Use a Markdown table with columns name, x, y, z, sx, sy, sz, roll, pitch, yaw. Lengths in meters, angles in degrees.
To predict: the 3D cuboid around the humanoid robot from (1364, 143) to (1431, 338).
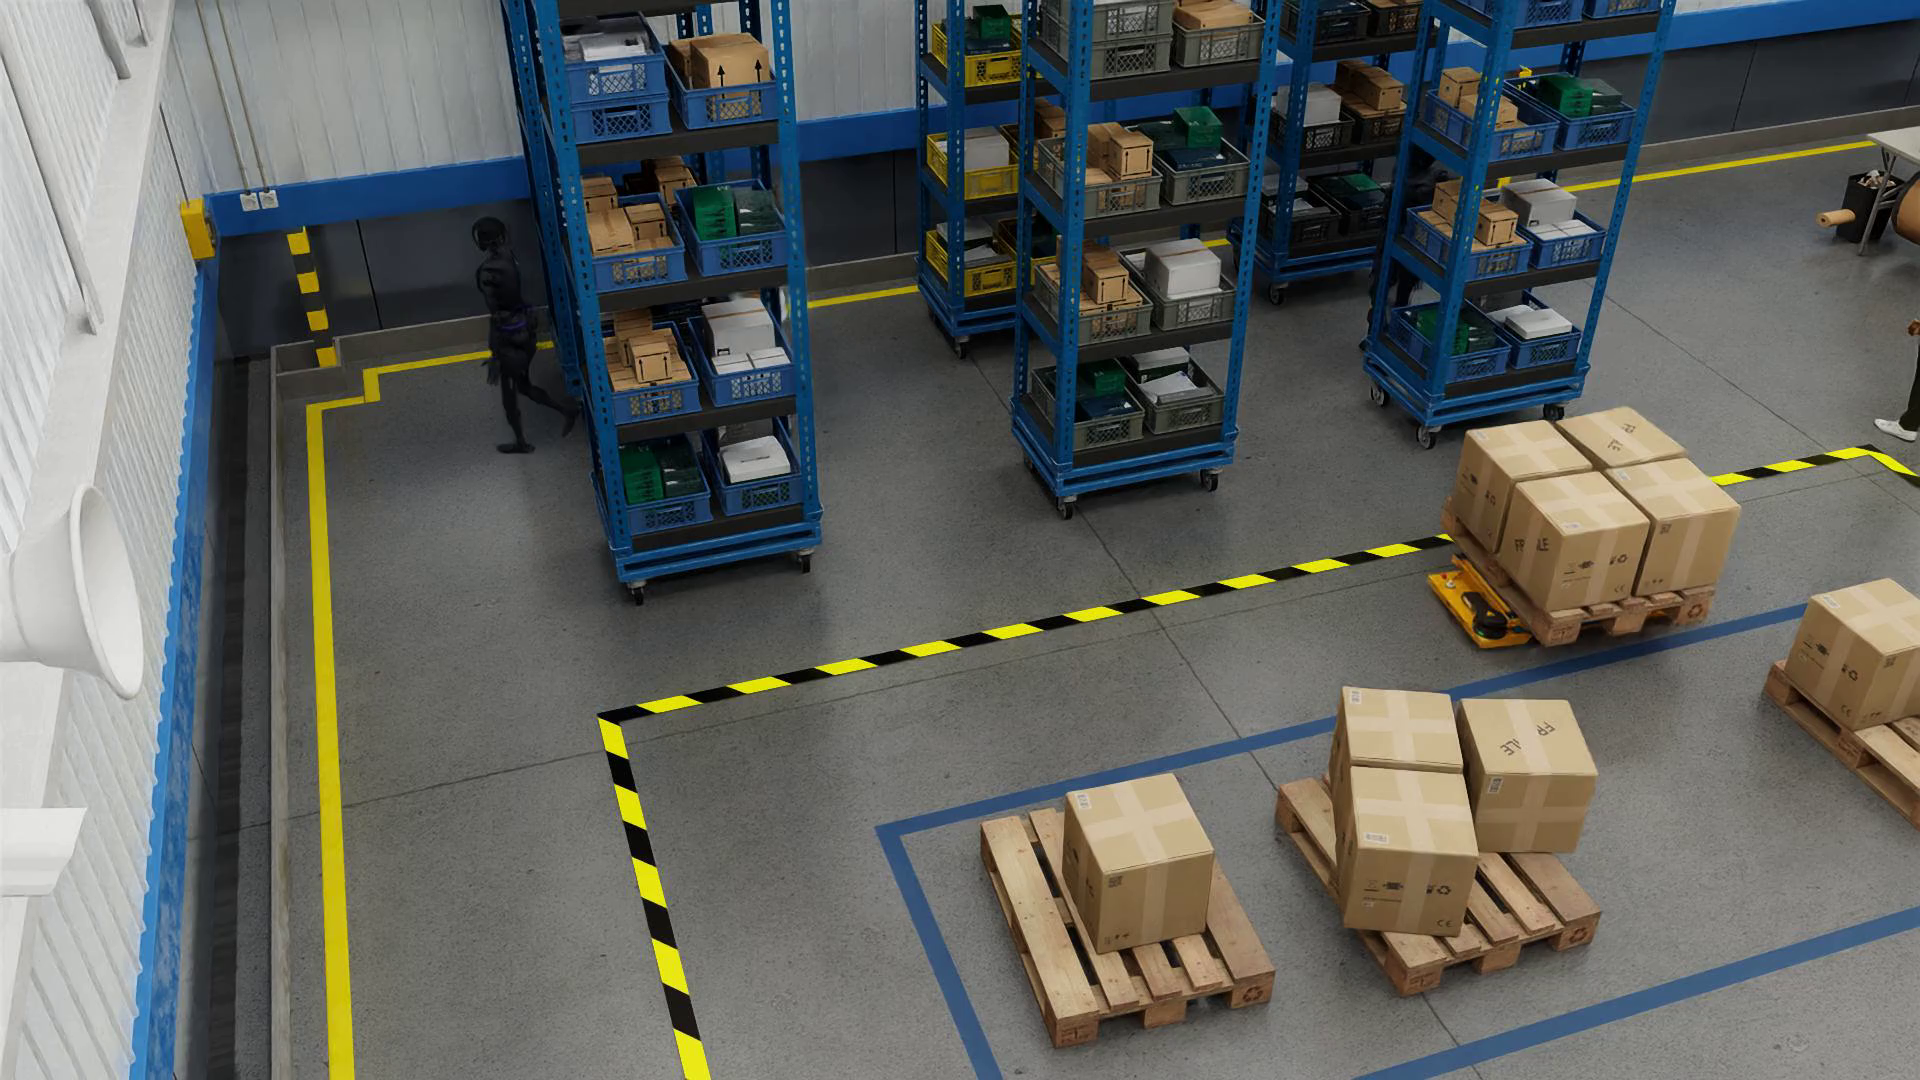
| name | x | y | z | sx | sy | sz | roll | pitch | yaw |
| --- | --- | --- | --- | --- | --- | --- | --- | --- | --- |
| humanoid robot | 3.142 | -2.061 | 11.758 | 0.321 | 1.650 | 0.610 | -9 | 36 | -12 |

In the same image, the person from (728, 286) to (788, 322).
| name | x | y | z | sx | sy | sz | roll | pitch | yaw |
| --- | --- | --- | --- | --- | --- | --- | --- | --- | --- |
| person | -1.432 | -1.409 | 10.694 | 0.650 | 1.825 | 0.590 | -9 | 36 | -12 |

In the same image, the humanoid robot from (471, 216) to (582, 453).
| name | x | y | z | sx | sy | sz | roll | pitch | yaw |
| --- | --- | --- | --- | --- | --- | --- | --- | --- | --- |
| humanoid robot | -2.814 | -1.286 | 10.671 | 0.554 | 1.642 | 0.613 | 2 | 35 | 3 |

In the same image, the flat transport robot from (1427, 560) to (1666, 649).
| name | x | y | z | sx | sy | sz | roll | pitch | yaw |
| --- | --- | --- | --- | --- | --- | --- | --- | --- | --- |
| flat transport robot | 3.527 | 0.260 | 9.663 | 1.431 | 0.197 | 0.652 | -8 | 36 | -12 |

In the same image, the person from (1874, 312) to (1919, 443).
| name | x | y | z | sx | sy | sz | roll | pitch | yaw |
| --- | --- | --- | --- | --- | --- | --- | --- | --- | --- |
| person | 6.449 | -1.500 | 10.812 | 0.587 | 1.848 | 0.396 | -11 | 37 | -15 |

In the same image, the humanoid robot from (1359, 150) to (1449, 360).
| name | x | y | z | sx | sy | sz | roll | pitch | yaw |
| --- | --- | --- | --- | --- | --- | --- | --- | --- | --- |
| humanoid robot | 3.163 | -2.080 | 11.773 | 0.599 | 1.653 | 0.315 | -15 | 38 | -20 |
